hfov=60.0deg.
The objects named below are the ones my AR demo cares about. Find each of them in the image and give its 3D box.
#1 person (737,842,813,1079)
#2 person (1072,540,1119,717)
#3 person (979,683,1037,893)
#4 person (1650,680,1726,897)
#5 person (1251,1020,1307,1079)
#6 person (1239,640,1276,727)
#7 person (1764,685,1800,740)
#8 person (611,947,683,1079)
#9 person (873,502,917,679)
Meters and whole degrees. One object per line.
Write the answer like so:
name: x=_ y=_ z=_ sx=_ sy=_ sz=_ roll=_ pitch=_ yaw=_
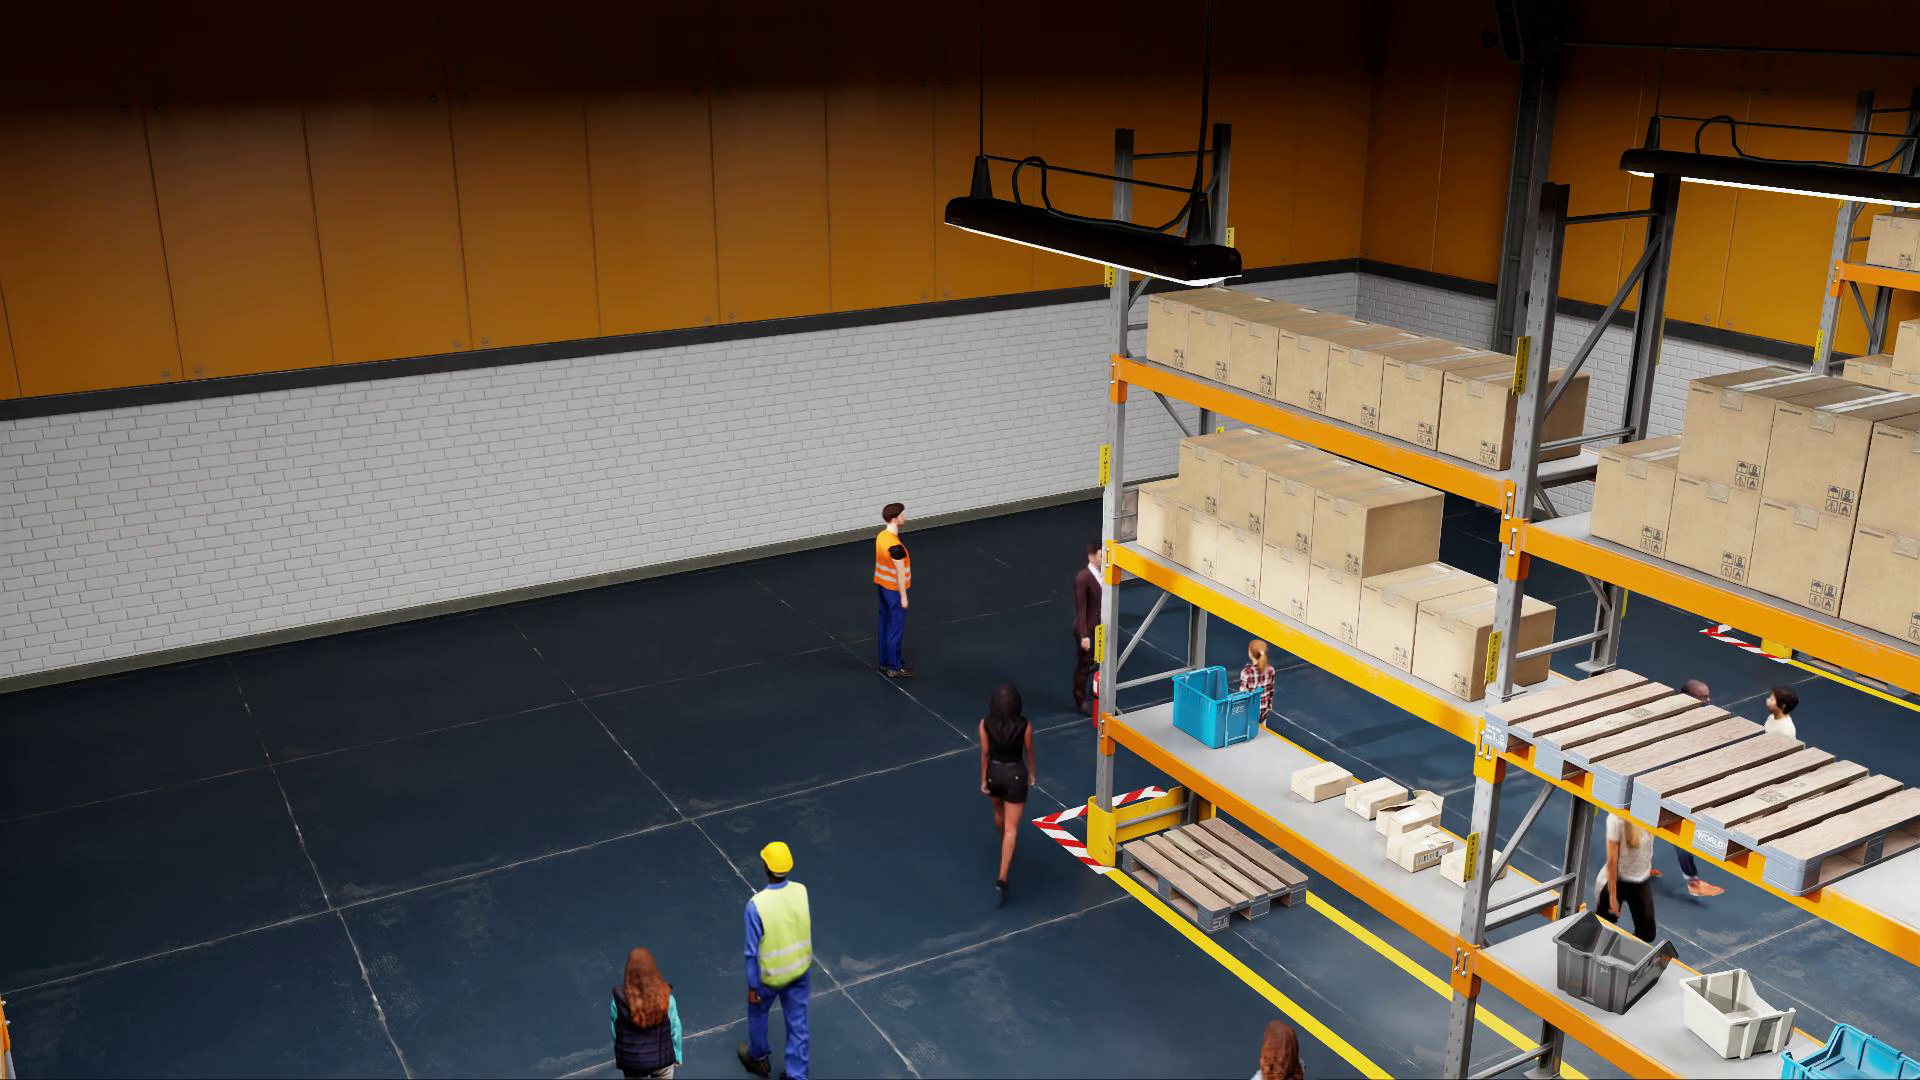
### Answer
person: x=-1.132 y=2.838 z=10.802 sx=0.717 sy=1.792 sz=0.910 roll=-12 pitch=22 yaw=-31
person: x=1.243 y=0.856 z=16.594 sx=0.810 sy=1.852 sz=0.823 roll=12 pitch=22 yaw=32
person: x=0.369 y=2.018 z=13.388 sx=1.131 sy=1.697 sz=1.230 roll=4 pitch=19 yaw=11
person: x=5.686 y=1.947 z=13.464 sx=1.169 sy=1.782 sz=0.930 roll=17 pitch=25 yaw=41
person: x=1.836 y=3.453 z=9.503 sx=0.586 sy=1.456 sz=0.873 roll=-11 pitch=21 yaw=-29
person: x=2.738 y=1.538 z=15.428 sx=0.558 sy=1.304 sz=0.549 roll=-7 pitch=20 yaw=-21
person: x=6.790 y=1.962 z=13.778 sx=1.070 sy=1.554 sz=0.997 roll=6 pitch=19 yaw=16
person: x=-1.926 y=3.183 z=10.237 sx=0.675 sy=1.500 sz=0.706 roll=-1 pitch=19 yaw=-4
person: x=-0.718 y=0.517 z=17.545 sx=0.761 sy=1.888 sz=0.593 roll=-8 pitch=20 yaw=-22
